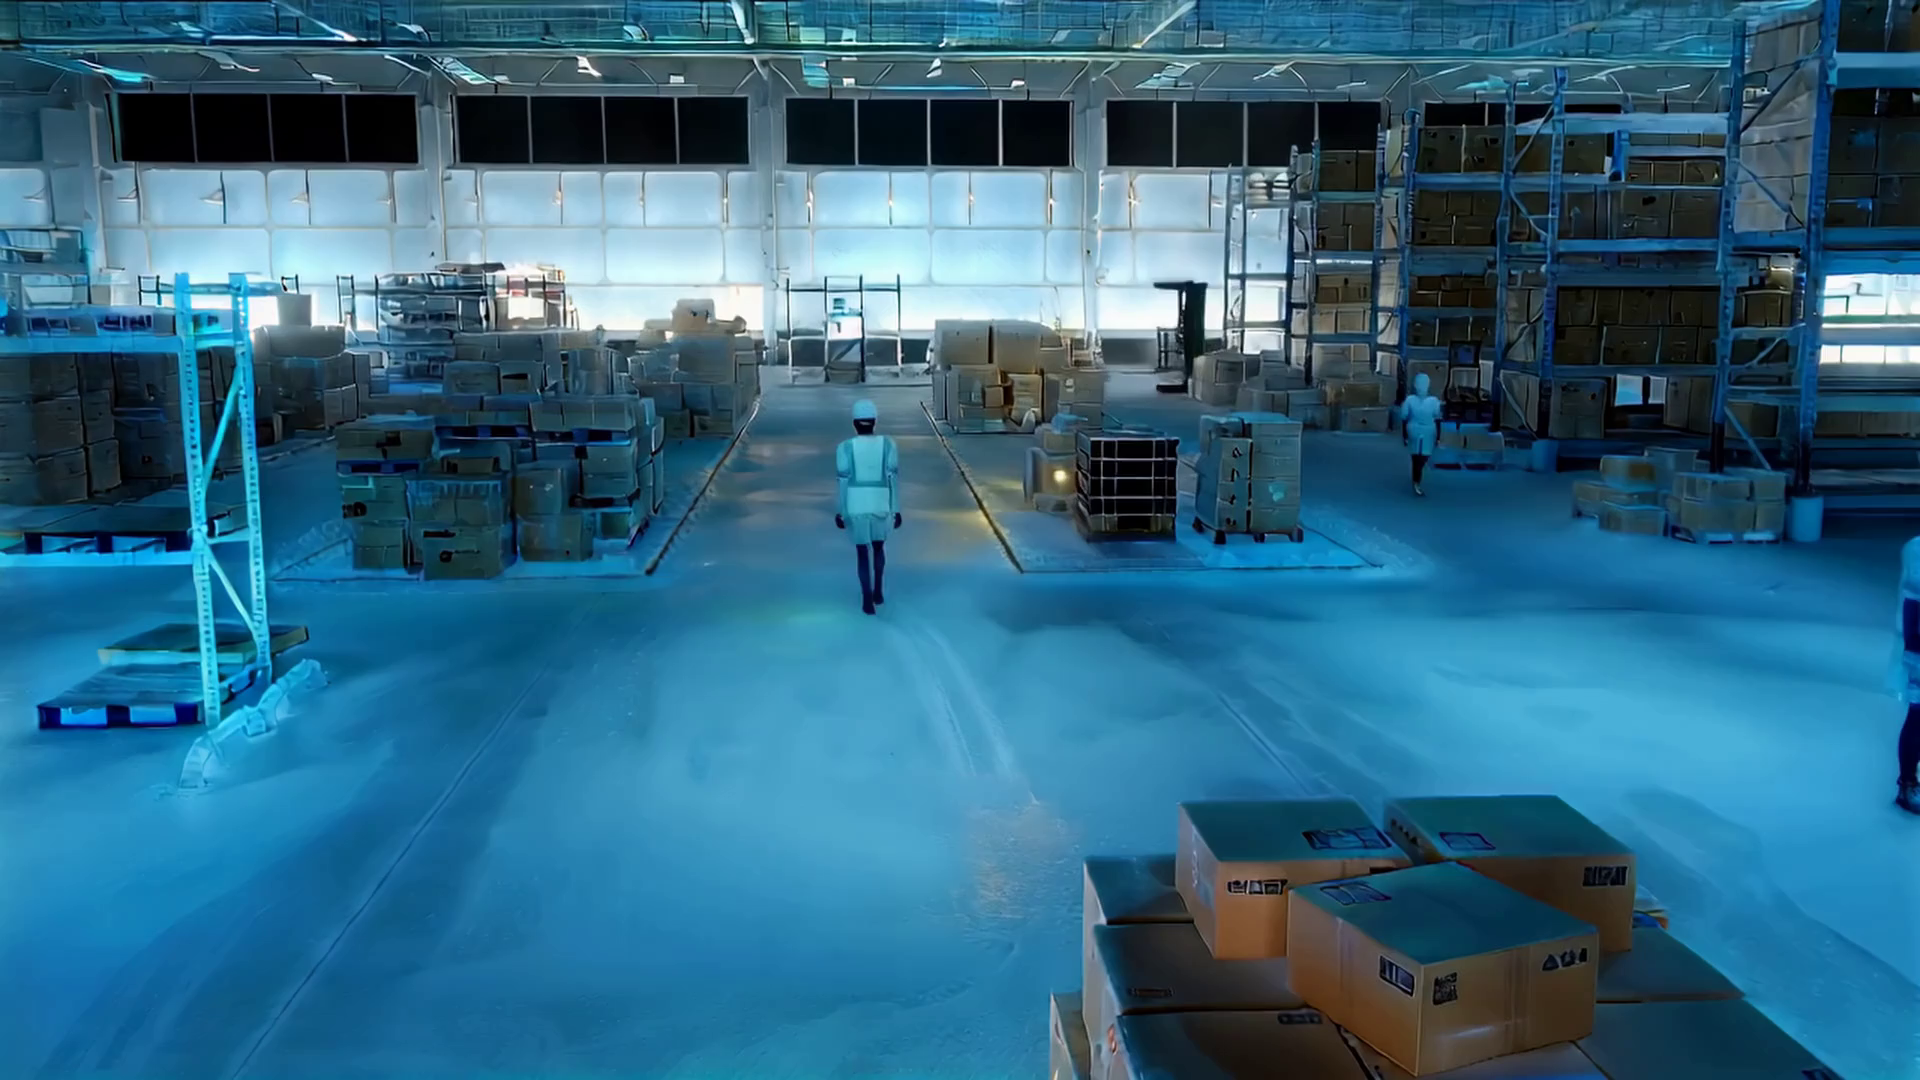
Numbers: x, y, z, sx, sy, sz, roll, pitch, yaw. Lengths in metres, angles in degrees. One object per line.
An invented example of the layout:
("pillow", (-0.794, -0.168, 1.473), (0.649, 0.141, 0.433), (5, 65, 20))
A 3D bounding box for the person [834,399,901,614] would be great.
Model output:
("person", (-0.848, -0.316, 15.039), (0.584, 1.909, 0.759), (-2, 9, -9))

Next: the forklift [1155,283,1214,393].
("forklift", (6.033, -5.175, 42.526), (1.873, 2.768, 1.129), (-1, 9, -4))

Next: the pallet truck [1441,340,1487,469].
("pallet truck", (8.004, -2.170, 26.422), (0.823, 1.965, 1.885), (2, 9, 14))

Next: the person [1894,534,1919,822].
("person", (5.493, 0.584, 9.224), (0.612, 1.965, 0.362), (-2, 9, -12))

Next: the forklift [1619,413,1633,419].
("forklift", (13.358, -4.014, 35.233), (1.129, 2.768, 1.873), (-1, 9, -4))

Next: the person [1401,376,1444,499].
("person", (6.311, -1.421, 22.792), (0.537, 1.655, 0.863), (-1, 9, -5))

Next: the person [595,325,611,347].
("person", (-7.892, -3.787, 36.822), (0.398, 1.920, 0.590), (-6, 11, -34))
